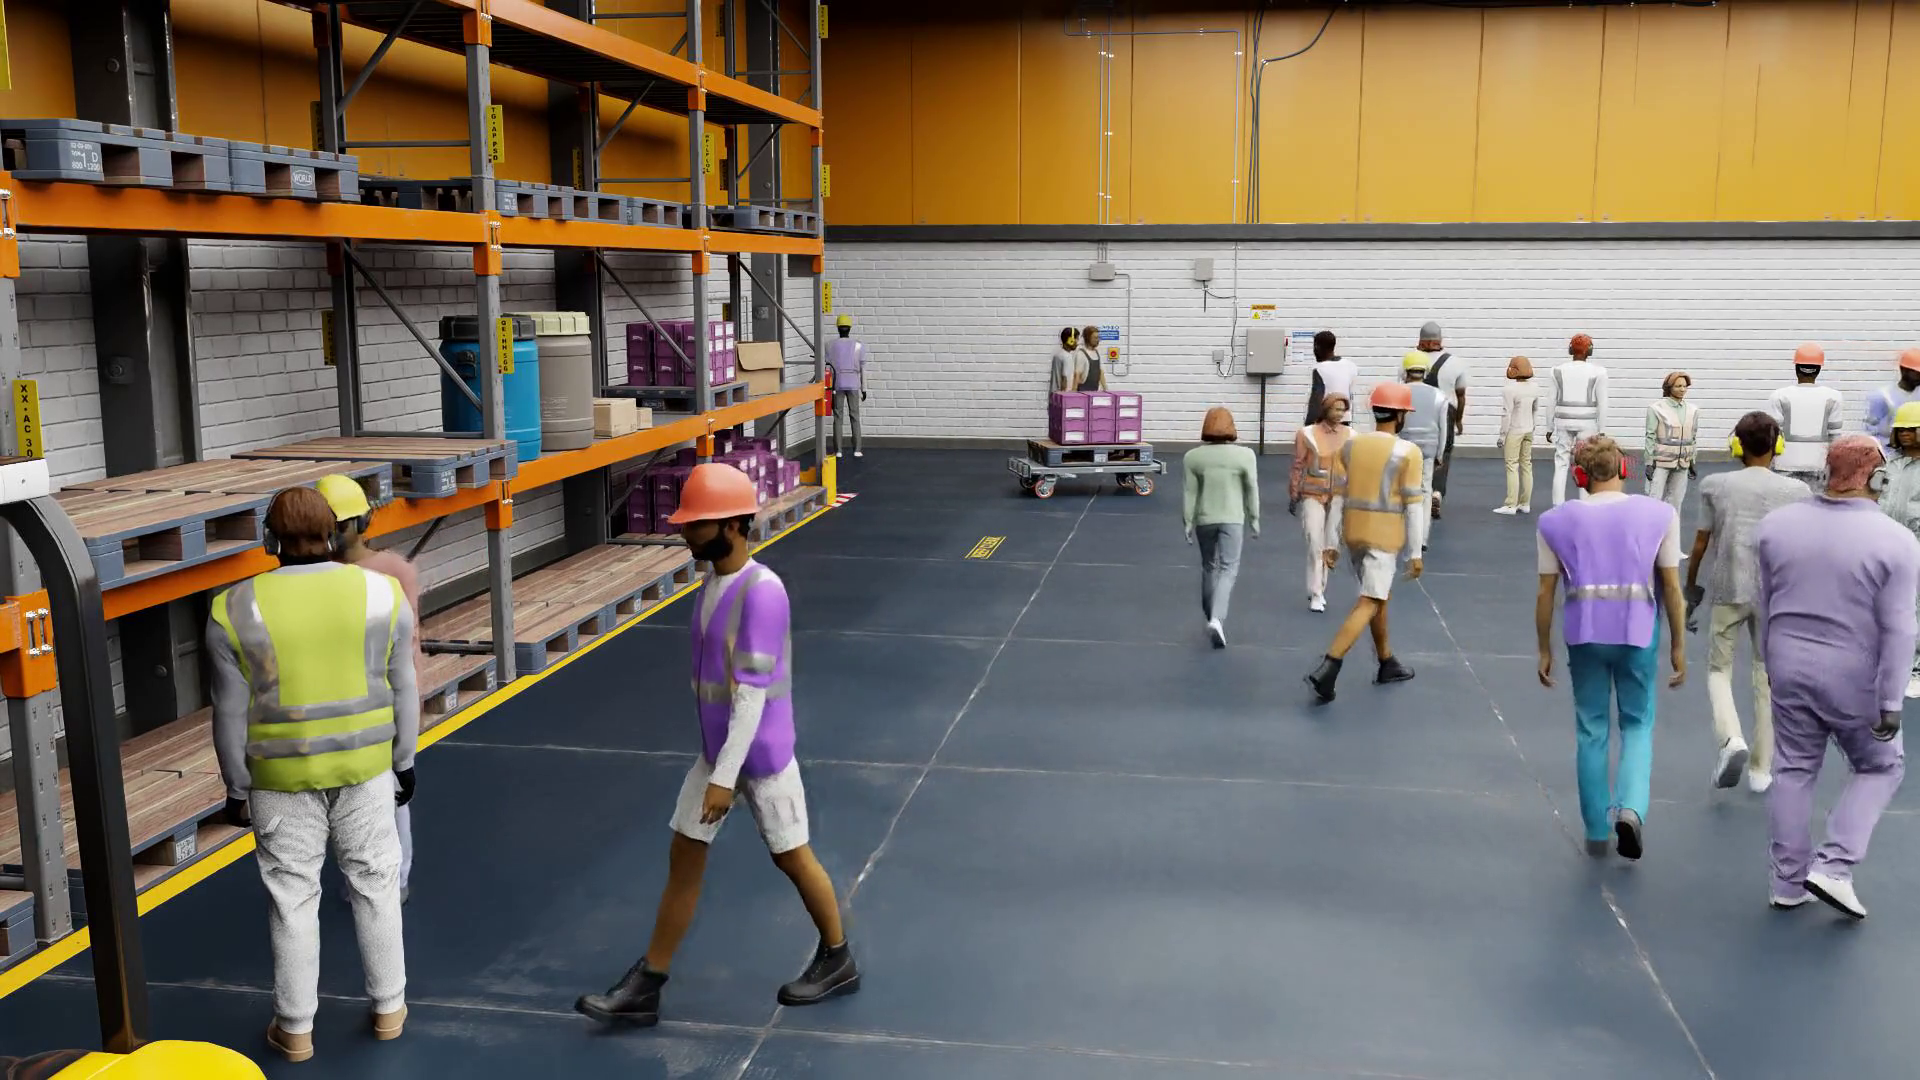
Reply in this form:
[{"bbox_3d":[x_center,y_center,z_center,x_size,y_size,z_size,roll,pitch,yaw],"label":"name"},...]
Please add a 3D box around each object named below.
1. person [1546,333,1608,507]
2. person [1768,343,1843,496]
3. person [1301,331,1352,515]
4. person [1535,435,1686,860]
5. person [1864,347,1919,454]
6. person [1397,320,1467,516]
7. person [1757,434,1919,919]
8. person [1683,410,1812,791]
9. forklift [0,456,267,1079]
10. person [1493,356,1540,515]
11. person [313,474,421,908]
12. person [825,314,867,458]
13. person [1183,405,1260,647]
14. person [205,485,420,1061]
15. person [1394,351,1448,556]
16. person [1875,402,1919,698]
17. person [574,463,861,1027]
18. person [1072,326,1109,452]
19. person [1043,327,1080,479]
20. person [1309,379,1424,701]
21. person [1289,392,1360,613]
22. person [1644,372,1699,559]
[{"bbox_3d":[6.168,-1.122,16.652,0.585,1.882,0.337,5,11,30],"label":"person"},{"bbox_3d":[6.692,-0.598,13.253,0.551,1.936,0.357,2,10,15],"label":"person"},{"bbox_3d":[3.763,-1.166,16.906,0.652,1.892,0.405,-8,12,-41],"label":"person"},{"bbox_3d":[2.761,0.469,7.106,0.621,1.806,0.587,4,10,21],"label":"person"},{"bbox_3d":[8.009,-0.744,14.390,0.558,1.882,0.904,-2,9,-9],"label":"person"},{"bbox_3d":[4.846,-1.278,17.132,0.684,2.000,0.939,3,10,20],"label":"person"},{"bbox_3d":[3.391,0.536,6.430,0.418,1.885,0.641,-6,11,-33],"label":"person"},{"bbox_3d":[3.766,0.308,7.961,0.617,1.844,0.559,4,10,23],"label":"person"},{"bbox_3d":[-2.328,0.975,2.765,2.313,2.155,1.214,1,9,9],"label":"forklift"},{"bbox_3d":[5.742,-1.078,17.143,0.500,1.636,0.281,-6,11,-31],"label":"person"},{"bbox_3d":[-2.311,0.612,6.375,0.558,1.749,0.384,1,9,7],"label":"person"},{"bbox_3d":[-1.544,-2.055,22.277,0.594,1.922,0.385,-2,9,-9],"label":"person"},{"bbox_3d":[1.743,-0.107,11.255,0.503,1.602,0.786,4,10,22],"label":"person"},{"bbox_3d":[-2.048,0.737,5.320,0.627,1.844,0.429,-5,11,-30],"label":"person"},{"bbox_3d":[4.022,-0.792,14.892,0.619,1.789,0.897,0,9,0],"label":"person"},{"bbox_3d":[5.576,0.054,9.833,0.295,1.744,0.492,-7,11,-36],"label":"person"},{"bbox_3d":[-0.773,0.686,5.502,0.996,1.884,0.547,-6,11,-34],"label":"person"},{"bbox_3d":[1.665,-1.874,21.578,0.961,1.798,0.515,5,10,28],"label":"person"},{"bbox_3d":[1.232,-1.629,19.919,0.500,1.838,0.569,-3,10,-16],"label":"person"},{"bbox_3d":[2.399,-0.001,9.778,1.017,1.885,0.558,-7,12,-37],"label":"person"},{"bbox_3d":[2.725,-0.275,12.236,0.535,1.605,0.736,-1,9,-6],"label":"person"},{"bbox_3d":[6.154,-0.639,14.424,0.511,1.640,0.308,-2,10,-15],"label":"person"}]
